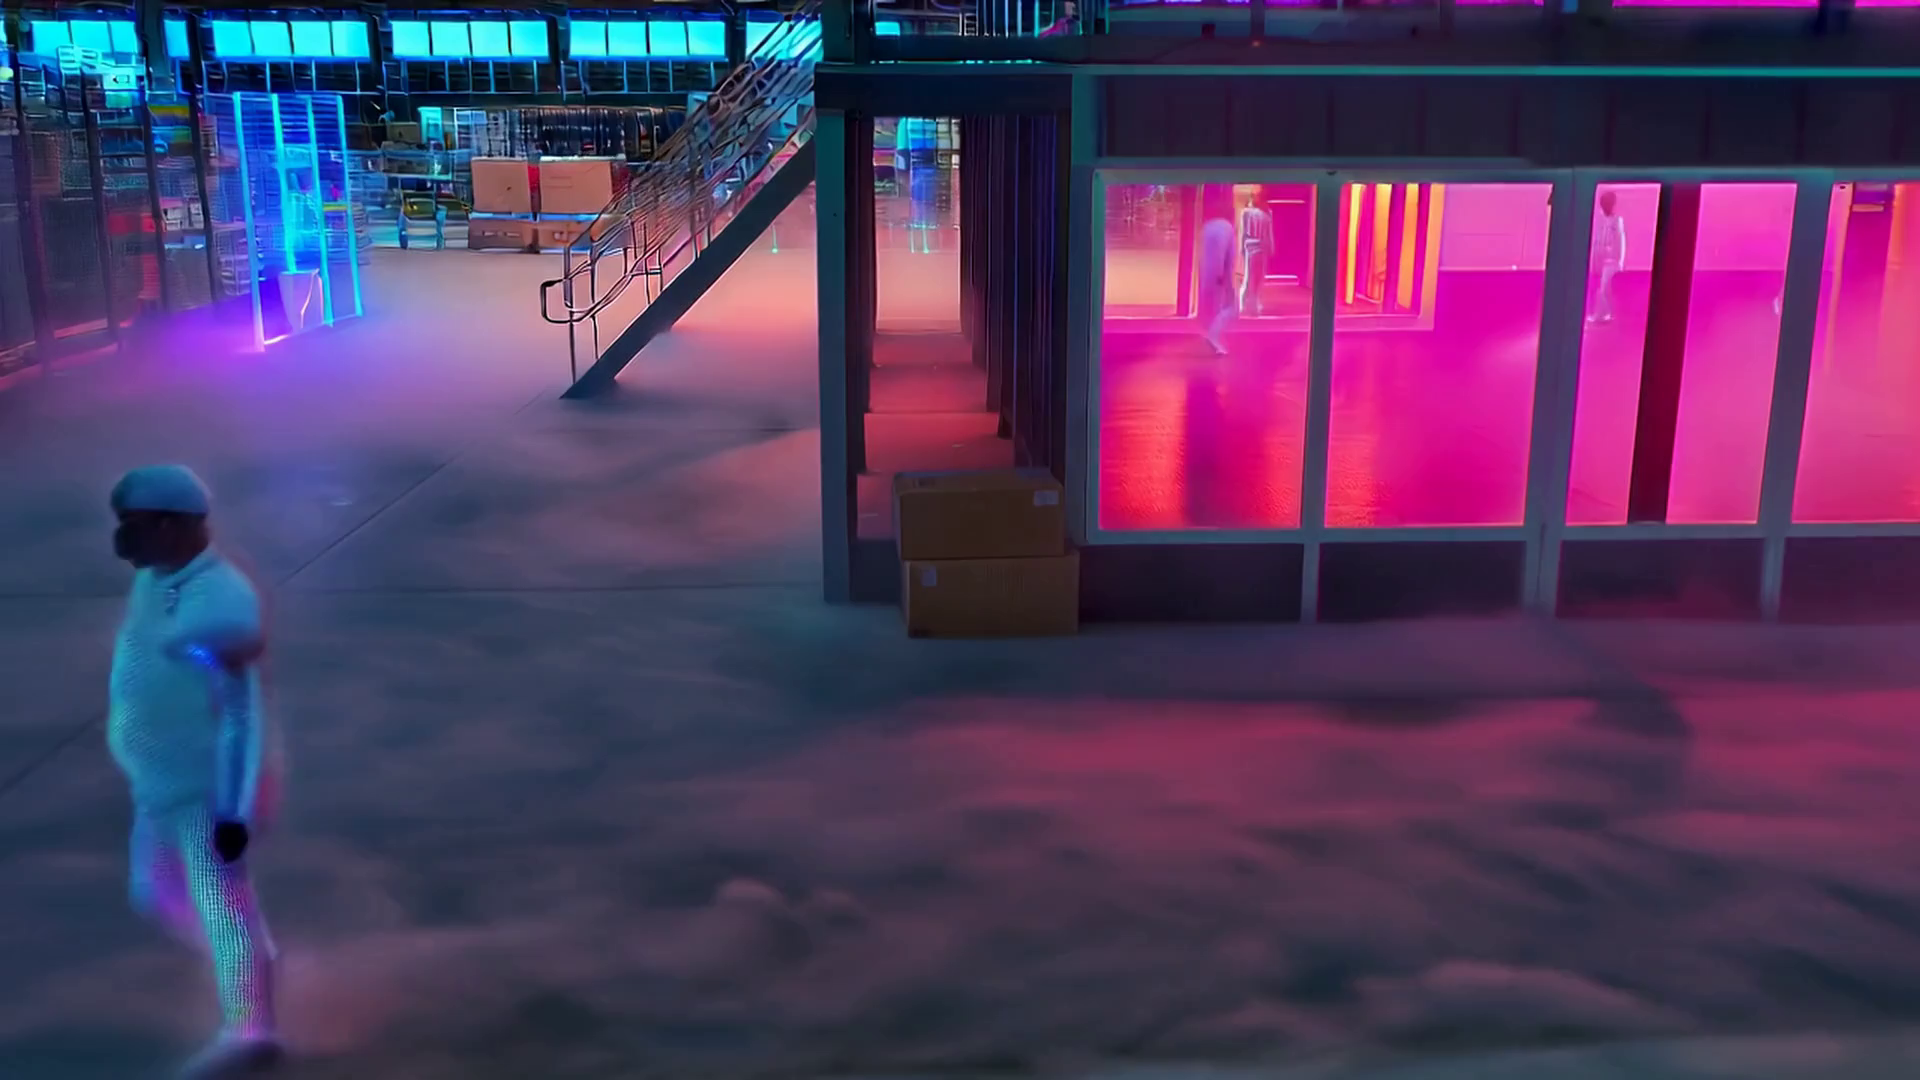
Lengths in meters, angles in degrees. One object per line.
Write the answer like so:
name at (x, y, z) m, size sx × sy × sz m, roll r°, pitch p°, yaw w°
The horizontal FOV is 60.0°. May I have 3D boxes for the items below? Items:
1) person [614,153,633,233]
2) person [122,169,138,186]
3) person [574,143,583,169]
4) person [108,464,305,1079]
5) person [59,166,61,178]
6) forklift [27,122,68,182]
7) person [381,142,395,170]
person at (-8.530, -8.827, 42.361) m, size 0.691 × 2.014 × 0.643 m, roll 0°, pitch 14°, yaw 0°
person at (-15.410, -5.903, 30.866) m, size 0.514 × 1.924 × 0.572 m, roll -4°, pitch 15°, yaw -15°
person at (-19.219, -19.130, 83.952) m, size 0.414 × 1.821 × 0.605 m, roll -11°, pitch 18°, yaw -37°
person at (-2.178, 0.676, 4.764) m, size 0.444 × 1.827 × 0.655 m, roll -10°, pitch 17°, yaw -36°
person at (-31.248, -12.390, 57.403) m, size 0.280 × 1.624 × 0.493 m, roll 7°, pitch 16°, yaw 27°
forklift at (-35.376, -14.773, 64.377) m, size 1.129 × 2.768 × 1.873 m, roll -1°, pitch 14°, yaw -2°
person at (-26.606, -17.507, 77.284) m, size 0.624 × 1.918 × 0.905 m, roll -8°, pitch 16°, yaw -30°
